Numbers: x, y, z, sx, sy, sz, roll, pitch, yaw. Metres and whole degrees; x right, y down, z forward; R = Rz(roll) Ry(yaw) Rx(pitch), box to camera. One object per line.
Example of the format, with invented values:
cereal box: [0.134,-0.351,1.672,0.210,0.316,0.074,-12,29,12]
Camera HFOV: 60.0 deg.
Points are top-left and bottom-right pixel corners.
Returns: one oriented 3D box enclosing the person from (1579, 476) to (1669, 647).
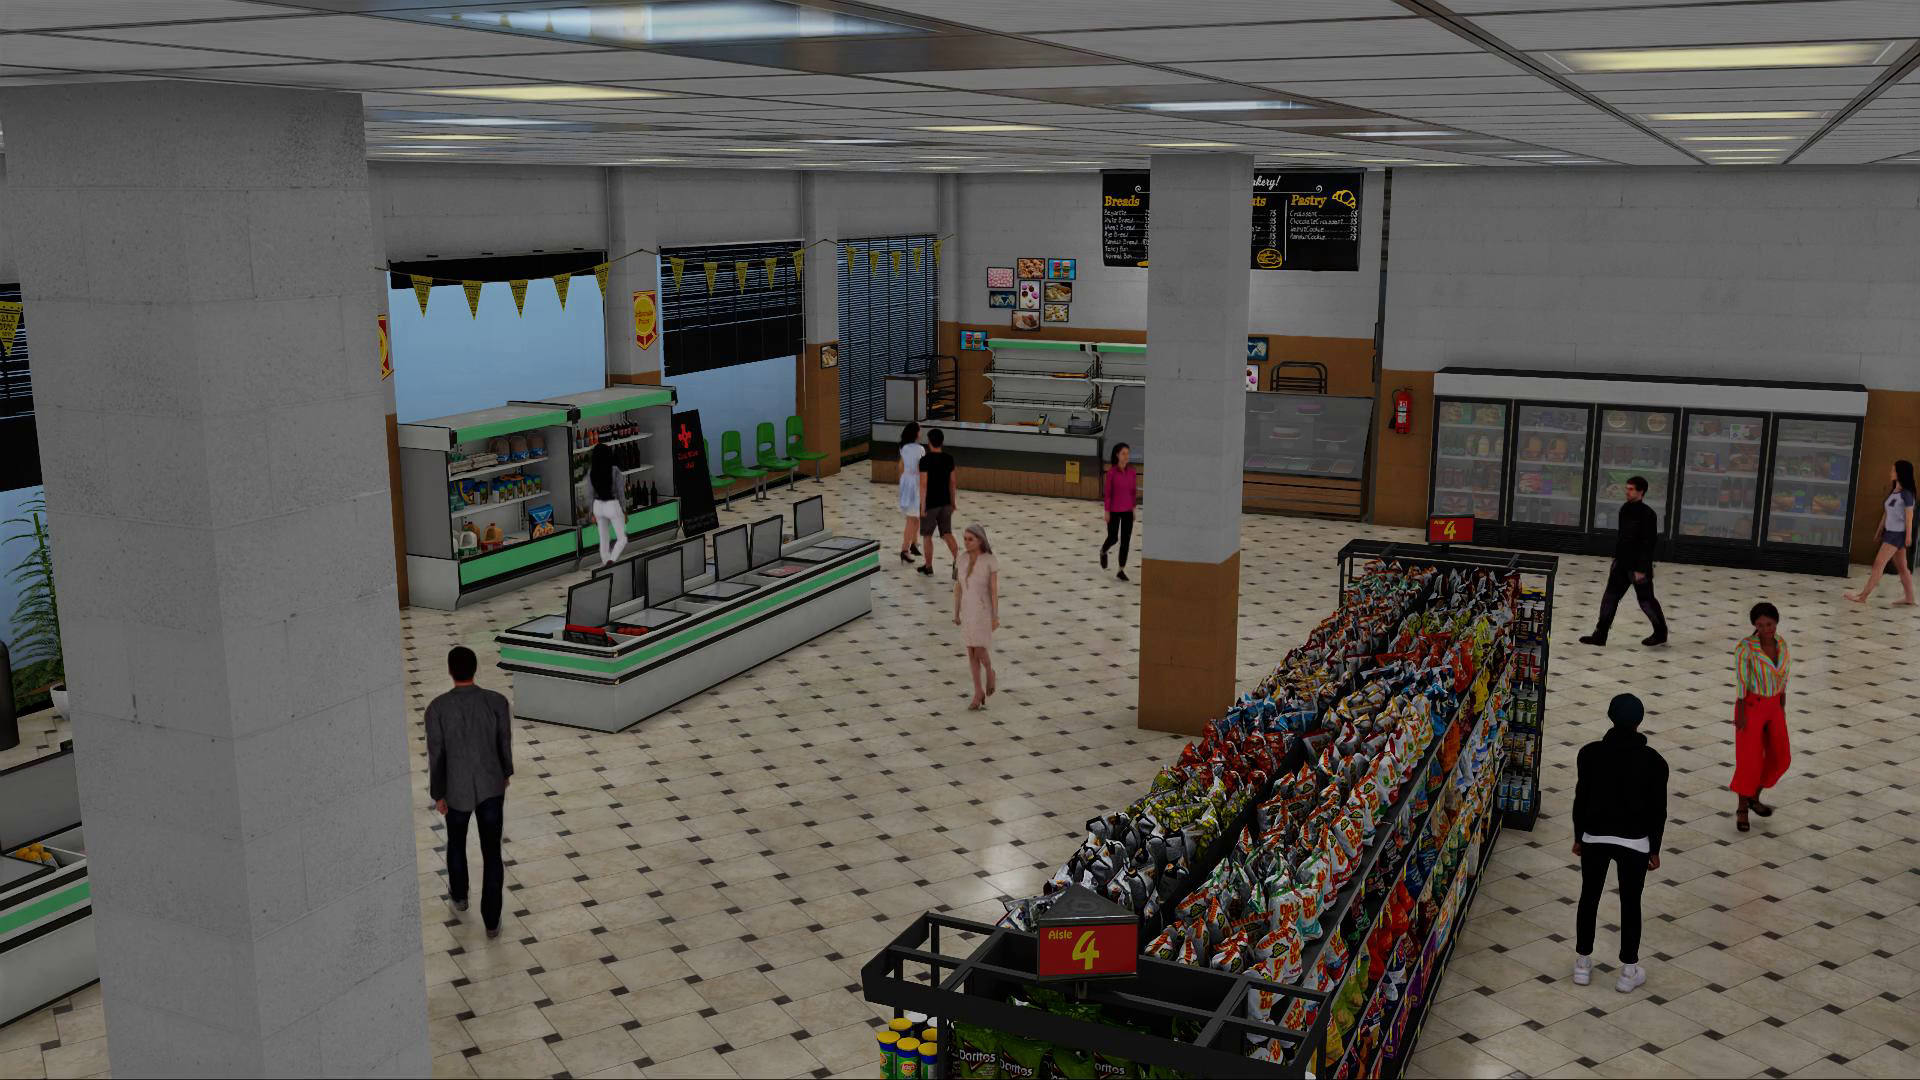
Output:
person: [7.028,0.268,17.121,1.240,1.793,1.226,-3,12,-13]

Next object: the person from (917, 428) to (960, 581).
person: [-0.240,-0.411,20.239,1.159,1.837,1.120,-7,14,-30]

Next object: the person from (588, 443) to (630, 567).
person: [-4.253,-0.305,20.034,0.765,1.714,0.943,2,12,11]

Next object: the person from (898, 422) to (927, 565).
person: [-0.662,-0.580,21.136,0.938,1.799,0.839,-11,16,-41]

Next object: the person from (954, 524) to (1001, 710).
person: [0.204,0.695,15.256,0.652,1.725,0.738,7,14,32]

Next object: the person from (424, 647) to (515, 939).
person: [-3.075,1.625,10.561,1.025,1.841,1.099,-3,12,-16]

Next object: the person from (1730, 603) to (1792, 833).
person: [5.872,1.313,12.237,0.858,1.760,0.903,-5,13,-23]

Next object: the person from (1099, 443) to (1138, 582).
person: [1.911,-0.351,20.317,0.881,1.686,0.932,-5,13,-22]

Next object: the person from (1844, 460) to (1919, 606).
person: [10.743,-0.045,18.906,0.834,1.670,1.005,2,12,10]

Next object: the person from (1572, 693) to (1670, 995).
person: [3.899,1.778,9.891,0.676,1.818,0.571,6,13,27]
